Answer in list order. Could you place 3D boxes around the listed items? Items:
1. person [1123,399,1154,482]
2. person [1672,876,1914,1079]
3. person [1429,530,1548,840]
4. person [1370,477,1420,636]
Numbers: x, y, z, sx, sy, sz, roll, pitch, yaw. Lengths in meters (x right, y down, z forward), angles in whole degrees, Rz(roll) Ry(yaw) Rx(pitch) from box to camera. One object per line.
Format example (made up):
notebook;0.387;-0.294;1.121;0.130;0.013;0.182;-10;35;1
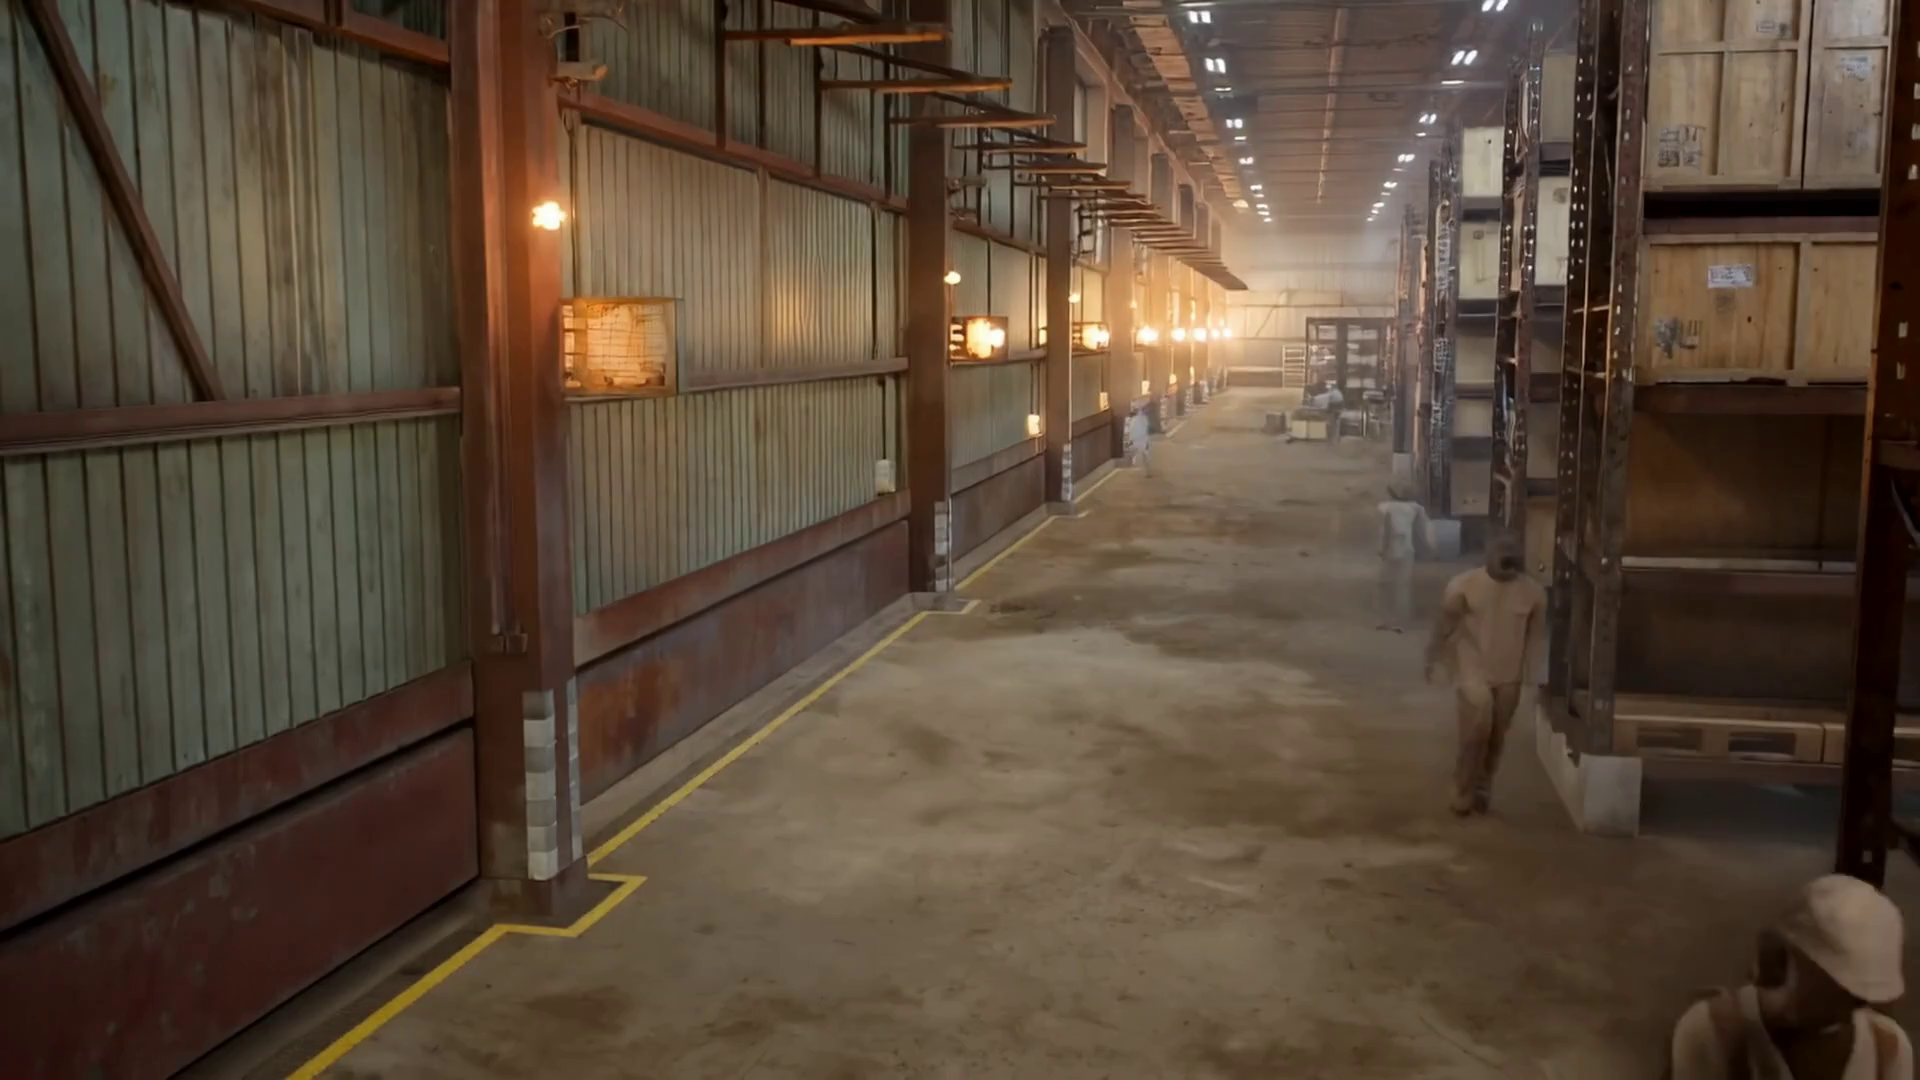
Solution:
person;3.739;-2.081;34.688;0.829;1.713;0.571;-3;8;-22
person;1.886;1.665;3.955;0.606;1.895;0.708;0;7;1
person;3.258;0.889;10.165;0.695;1.900;0.652;0;7;-2
person;4.450;0.155;17.116;0.546;1.617;0.590;-1;7;-8
